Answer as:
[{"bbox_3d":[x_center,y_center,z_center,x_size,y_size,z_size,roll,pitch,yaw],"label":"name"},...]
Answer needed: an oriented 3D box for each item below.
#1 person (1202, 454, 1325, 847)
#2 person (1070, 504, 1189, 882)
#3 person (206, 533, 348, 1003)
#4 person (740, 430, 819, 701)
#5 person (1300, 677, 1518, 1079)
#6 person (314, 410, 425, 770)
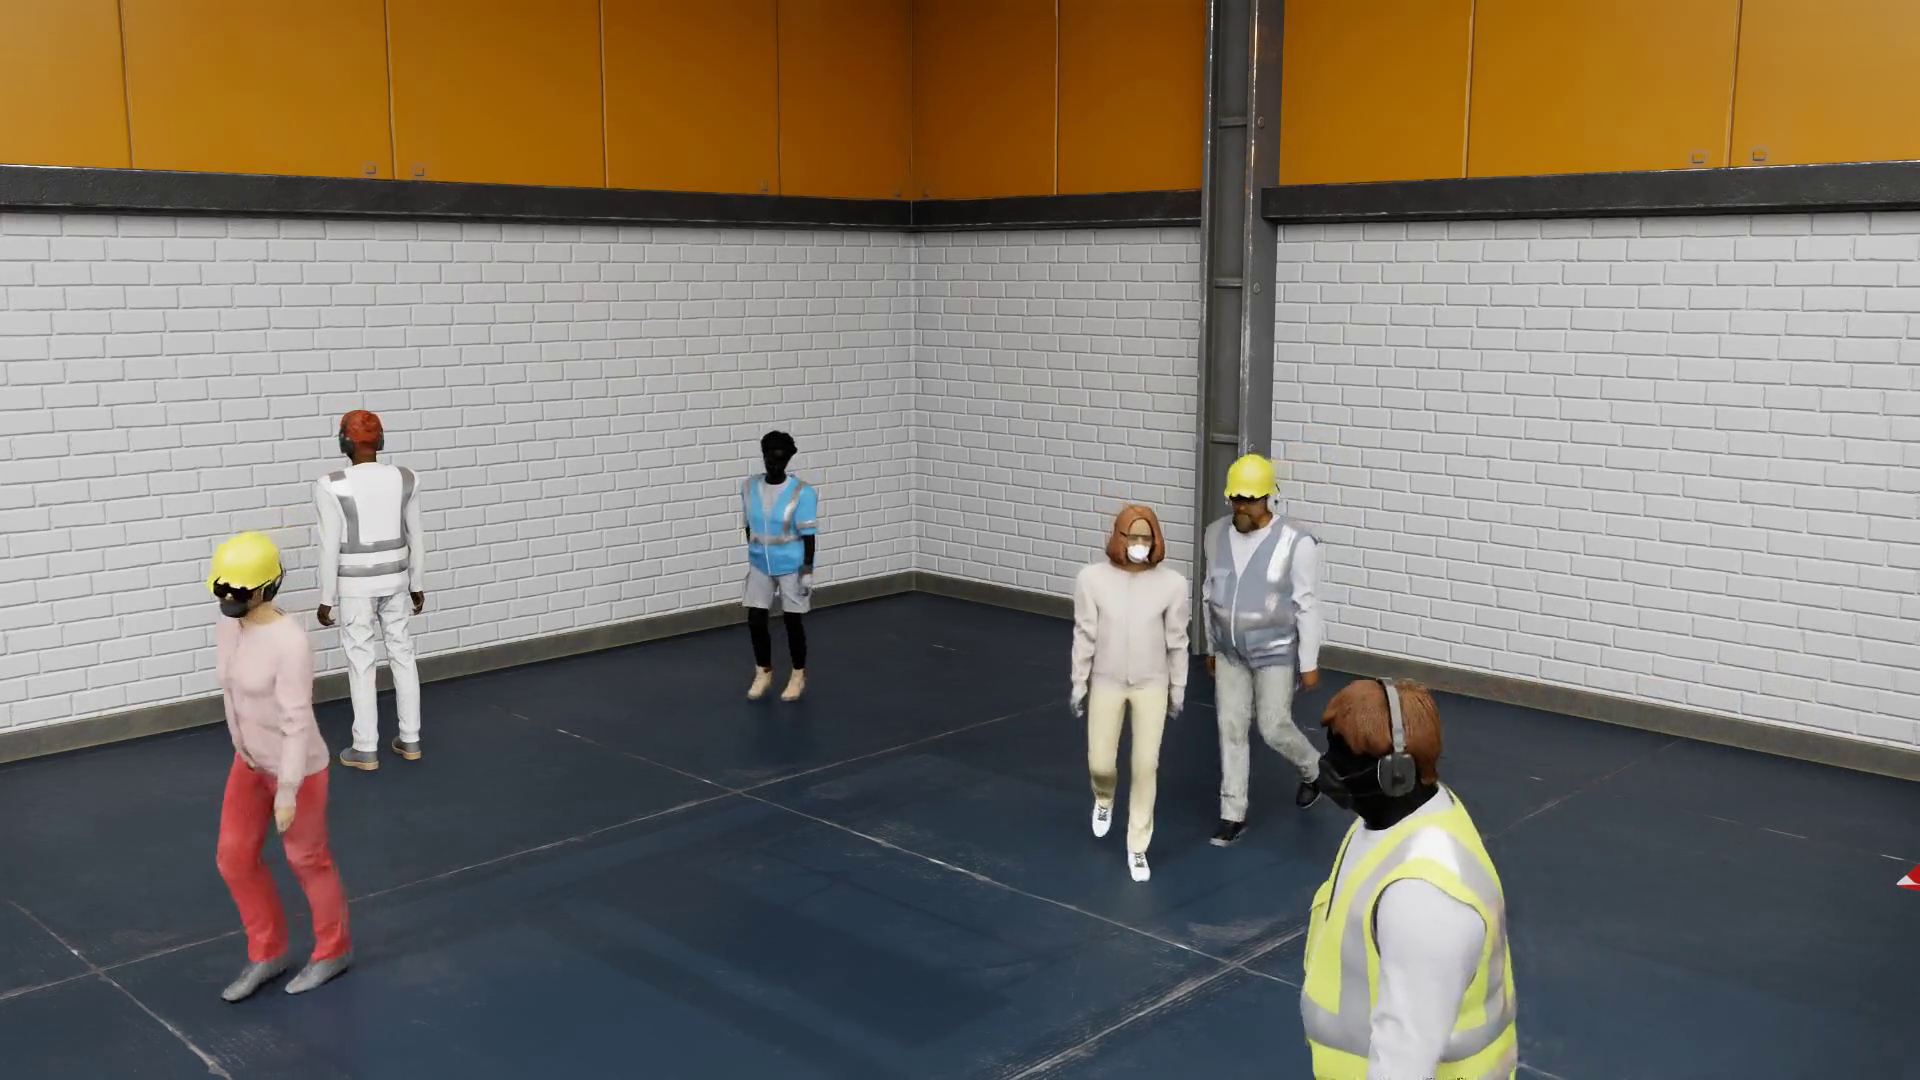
[{"bbox_3d":[1.413,0.477,7.680,0.612,1.798,0.736,7,12,37],"label":"person"},{"bbox_3d":[0.733,0.631,7.212,0.512,1.617,0.466,1,9,3],"label":"person"},{"bbox_3d":[-2.390,0.802,5.841,0.551,1.717,0.553,6,11,32],"label":"person"},{"bbox_3d":[-1.058,0.159,9.945,0.549,1.661,0.489,3,10,20],"label":"person"},{"bbox_3d":[0.976,1.163,3.470,0.970,1.793,0.634,1,9,6],"label":"person"},{"bbox_3d":[-3.081,0.256,8.715,0.341,1.883,0.587,9,13,43],"label":"person"}]
